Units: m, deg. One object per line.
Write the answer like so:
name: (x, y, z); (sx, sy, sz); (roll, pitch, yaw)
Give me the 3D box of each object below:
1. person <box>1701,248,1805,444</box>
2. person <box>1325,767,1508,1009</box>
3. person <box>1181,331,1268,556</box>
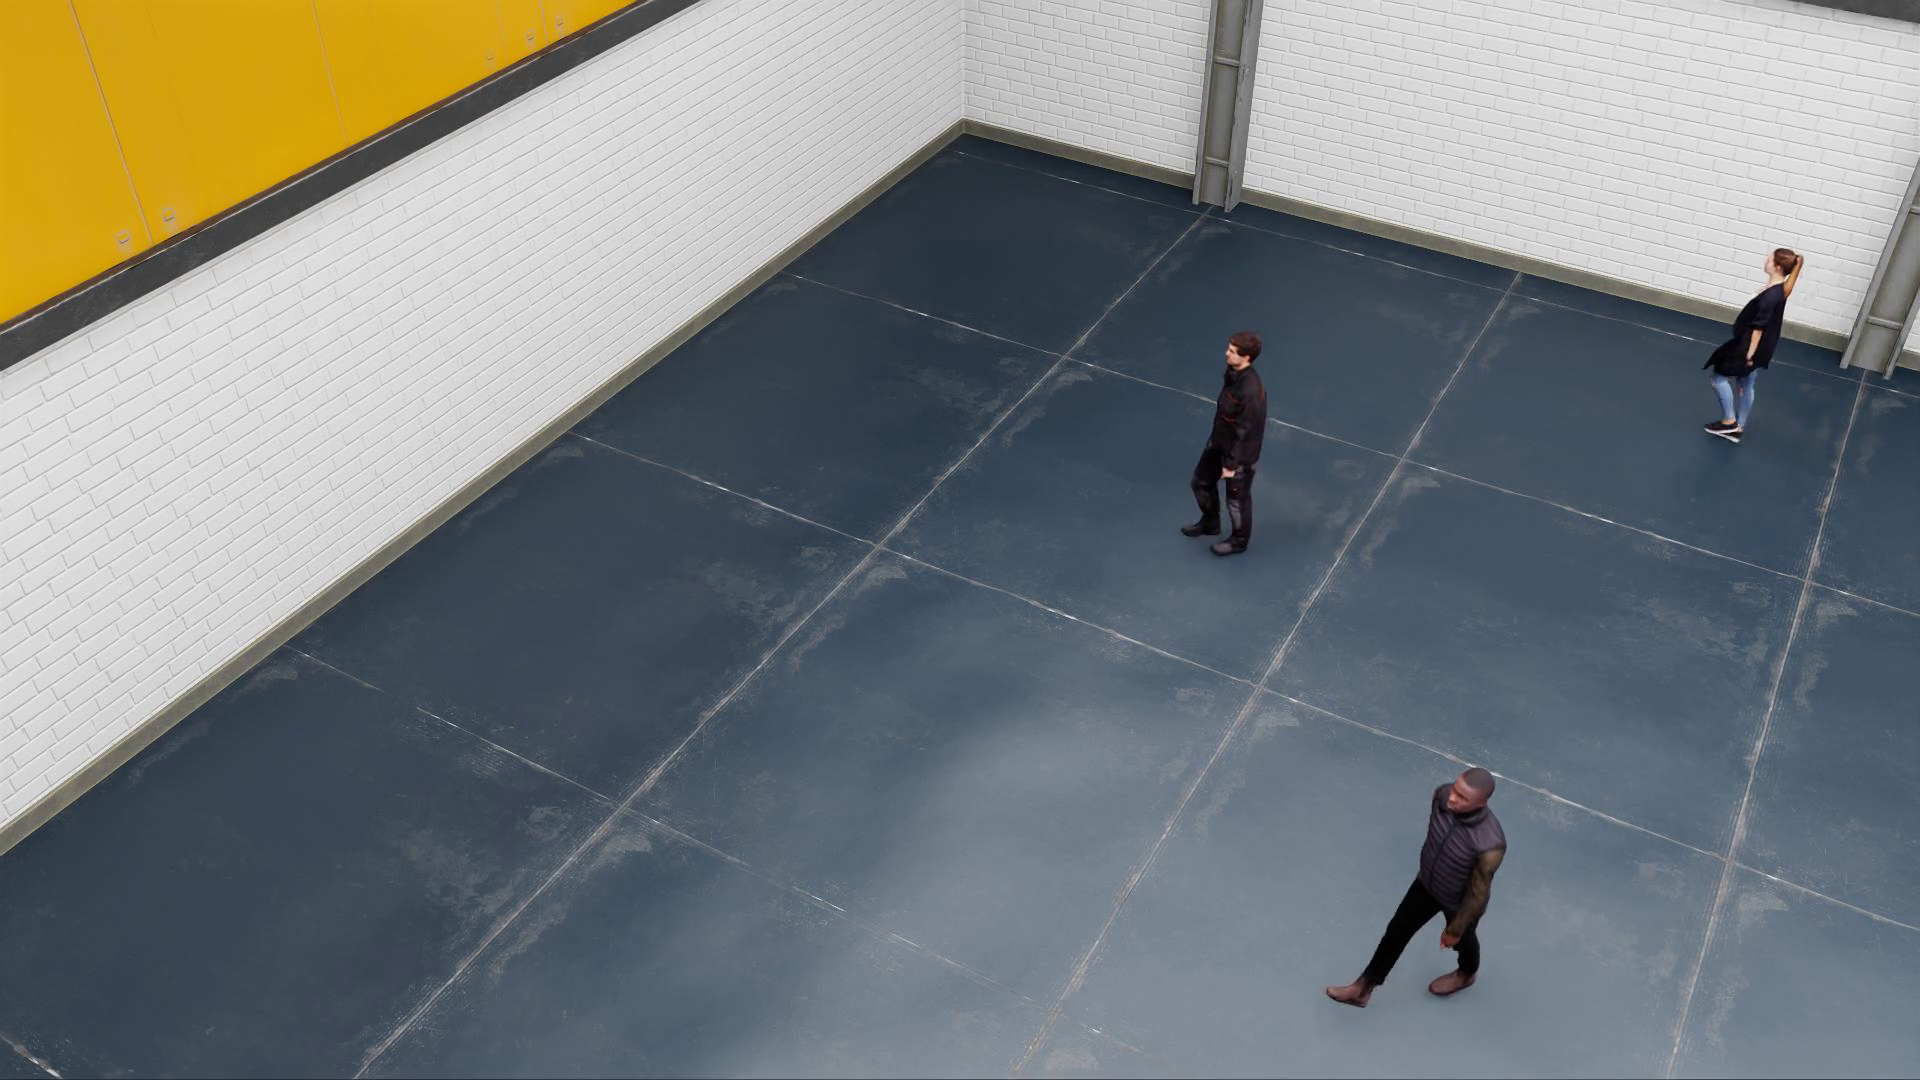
person: (6.197, -1.459, 12.818); (0.728, 1.672, 0.695); (29, 47, 31)
person: (2.624, 1.821, 8.617); (1.211, 1.788, 1.200); (-13, 40, -15)
person: (2.015, -0.664, 11.699); (0.916, 1.825, 0.862); (-9, 39, -11)
